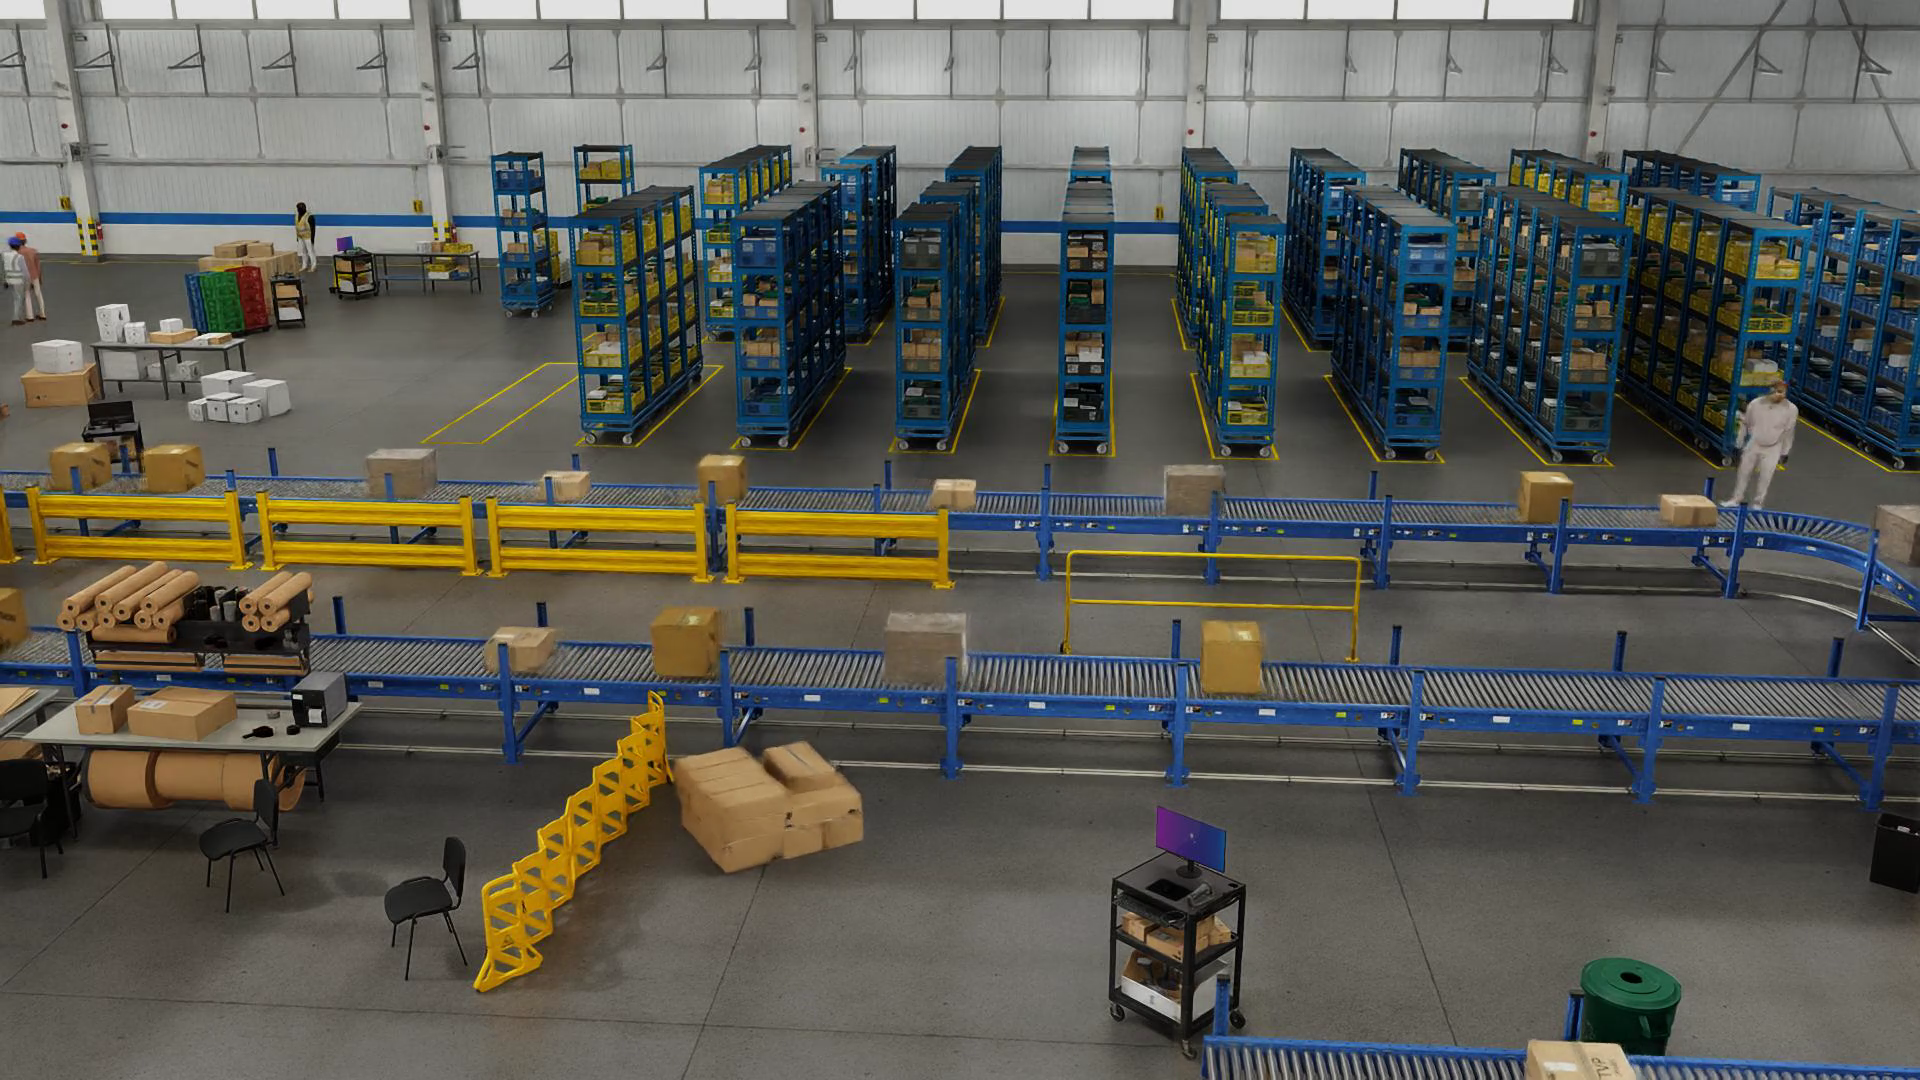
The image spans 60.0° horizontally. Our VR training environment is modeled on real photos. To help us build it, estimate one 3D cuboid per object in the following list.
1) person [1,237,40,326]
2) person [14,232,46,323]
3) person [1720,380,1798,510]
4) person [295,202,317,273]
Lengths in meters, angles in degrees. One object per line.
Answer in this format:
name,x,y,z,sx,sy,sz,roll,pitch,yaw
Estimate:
person,-20.572,-5.688,36.486,0.656,1.899,0.848,10,20,28
person,-20.547,-5.779,36.629,0.390,1.995,0.613,13,22,35
person,10.846,-1.254,22.486,0.738,1.878,0.412,12,21,33
person,-17.282,-7.984,43.891,0.622,1.838,0.429,8,19,24
